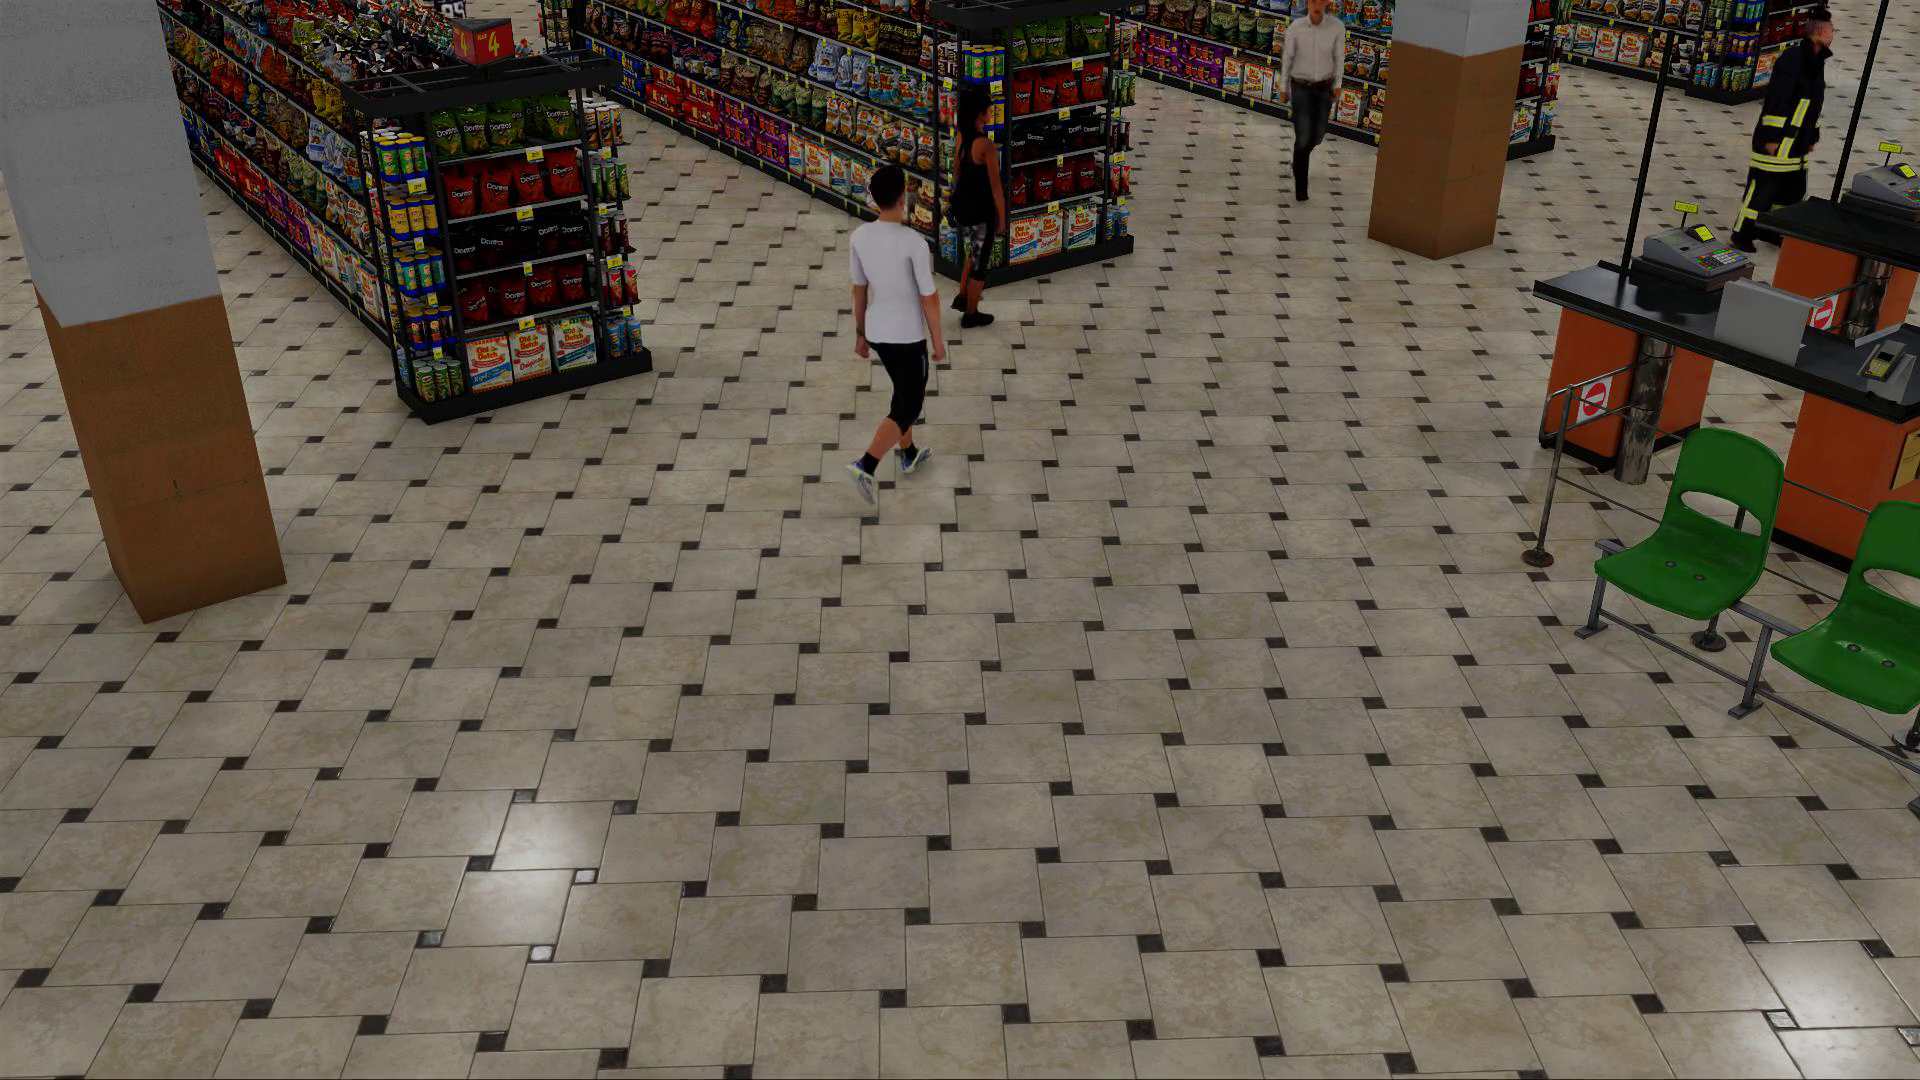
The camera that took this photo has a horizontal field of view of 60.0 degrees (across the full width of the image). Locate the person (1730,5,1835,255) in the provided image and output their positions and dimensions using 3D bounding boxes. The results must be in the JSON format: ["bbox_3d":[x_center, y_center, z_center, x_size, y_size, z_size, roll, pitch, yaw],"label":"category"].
[{"bbox_3d":[6.313,-3.125,12.707,0.799,1.873,0.725,-8,30,-14],"label":"person"}]

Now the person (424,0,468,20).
[{"bbox_3d":[-4.760,-4.538,15.458,0.756,1.717,0.689,22,36,35],"label":"person"}]

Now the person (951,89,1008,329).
[{"bbox_3d":[0.045,-2.225,11.286,0.649,1.653,0.512,-19,34,-31],"label":"person"}]

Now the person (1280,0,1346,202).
[{"bbox_3d":[2.958,-3.801,14.047,1.033,1.775,1.131,3,29,6],"label":"person"}]

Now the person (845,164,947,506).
[{"bbox_3d":[-0.382,-1.080,9.012,1.137,1.824,0.956,19,34,31],"label":"person"}]
